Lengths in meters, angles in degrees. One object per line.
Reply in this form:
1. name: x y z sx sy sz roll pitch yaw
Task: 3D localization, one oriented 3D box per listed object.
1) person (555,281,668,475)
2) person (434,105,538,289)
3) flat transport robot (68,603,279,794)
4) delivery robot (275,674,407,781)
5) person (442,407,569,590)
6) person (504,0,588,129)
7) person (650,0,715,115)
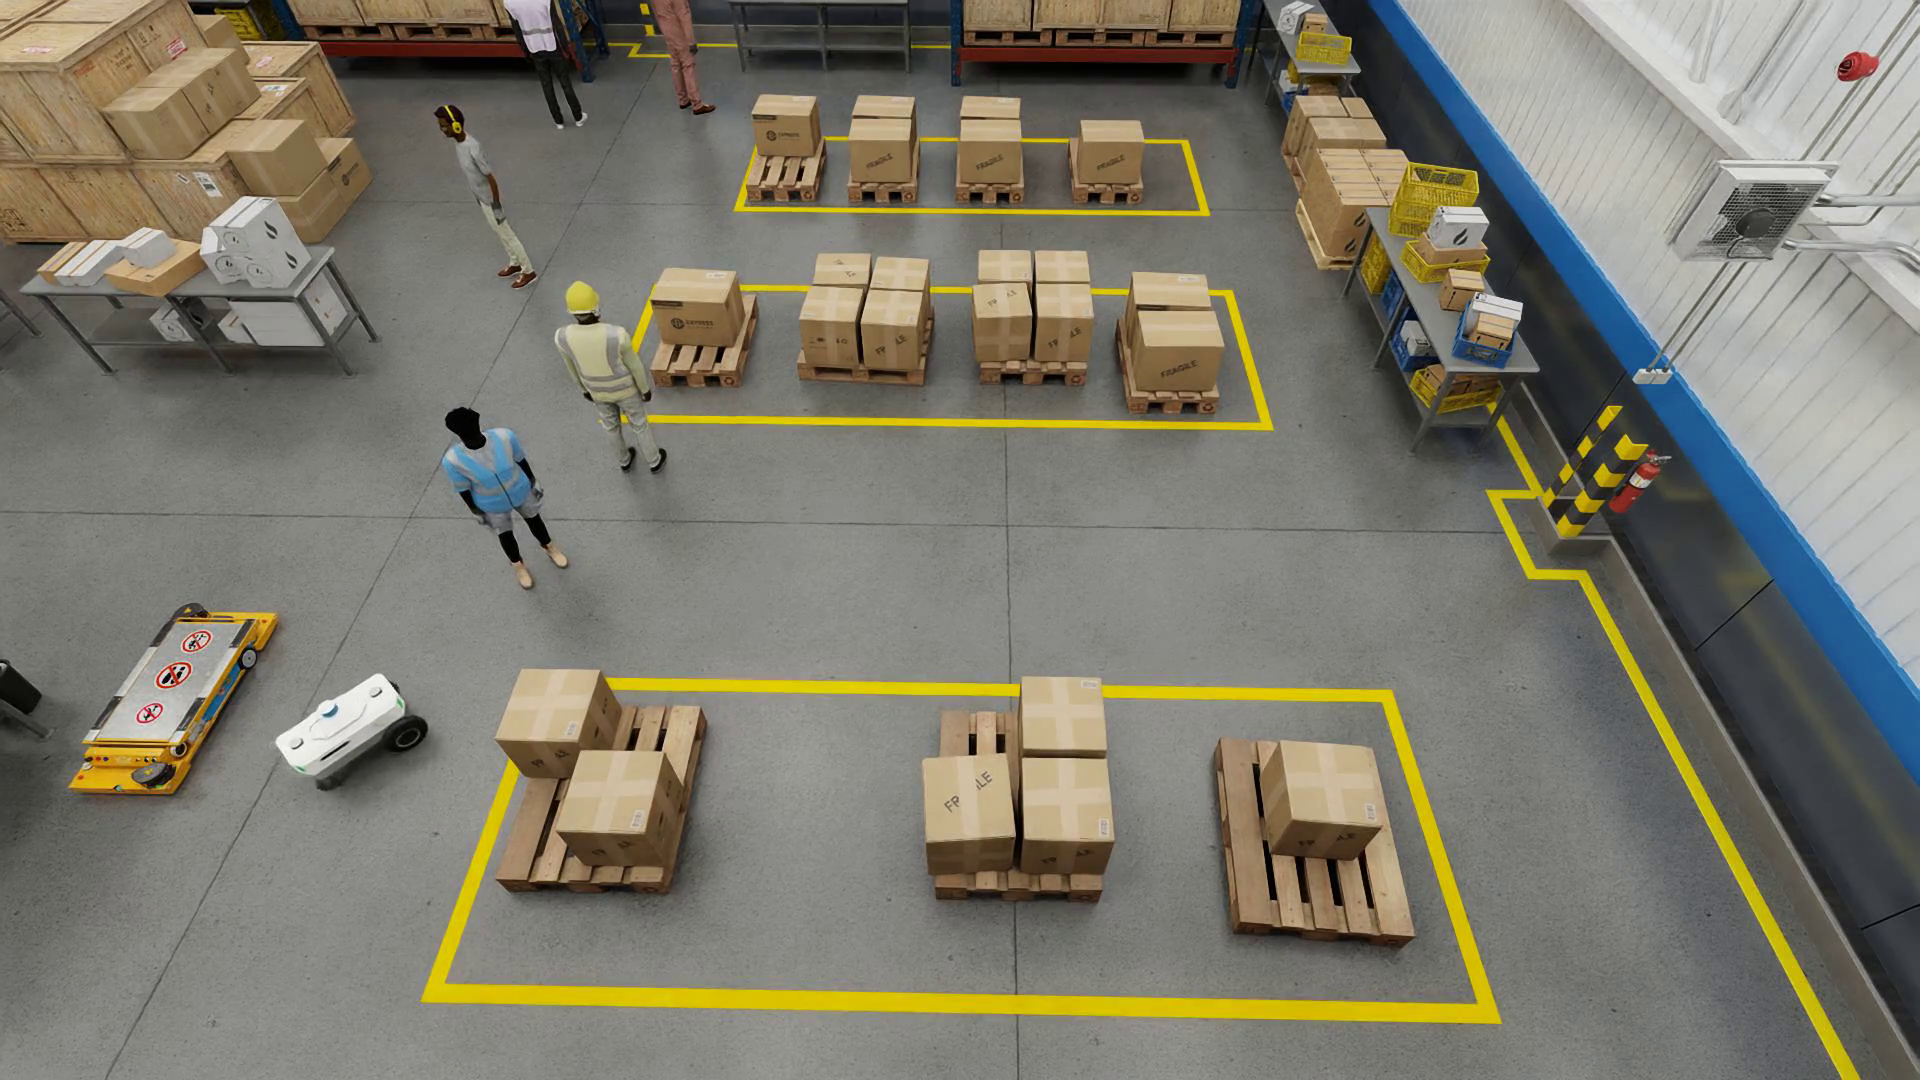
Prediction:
1. person: -2.810 -1.261 7.408 0.596 1.827 0.403 2 50 2
2. person: -4.758 -3.421 9.204 0.312 1.869 0.535 -35 58 -26
3. flat transport robot: -5.504 1.072 6.442 0.652 0.197 1.431 1 50 1
4. delivery robot: -4.075 1.227 6.067 0.477 0.478 0.707 35 58 26
5. person: -3.319 -0.315 6.687 0.539 1.695 0.319 -35 58 -26
6. person: -5.205 -6.162 11.492 0.591 1.919 0.392 -9 50 -8
7. person: -3.603 -6.509 11.793 0.655 1.906 0.407 35 58 26
